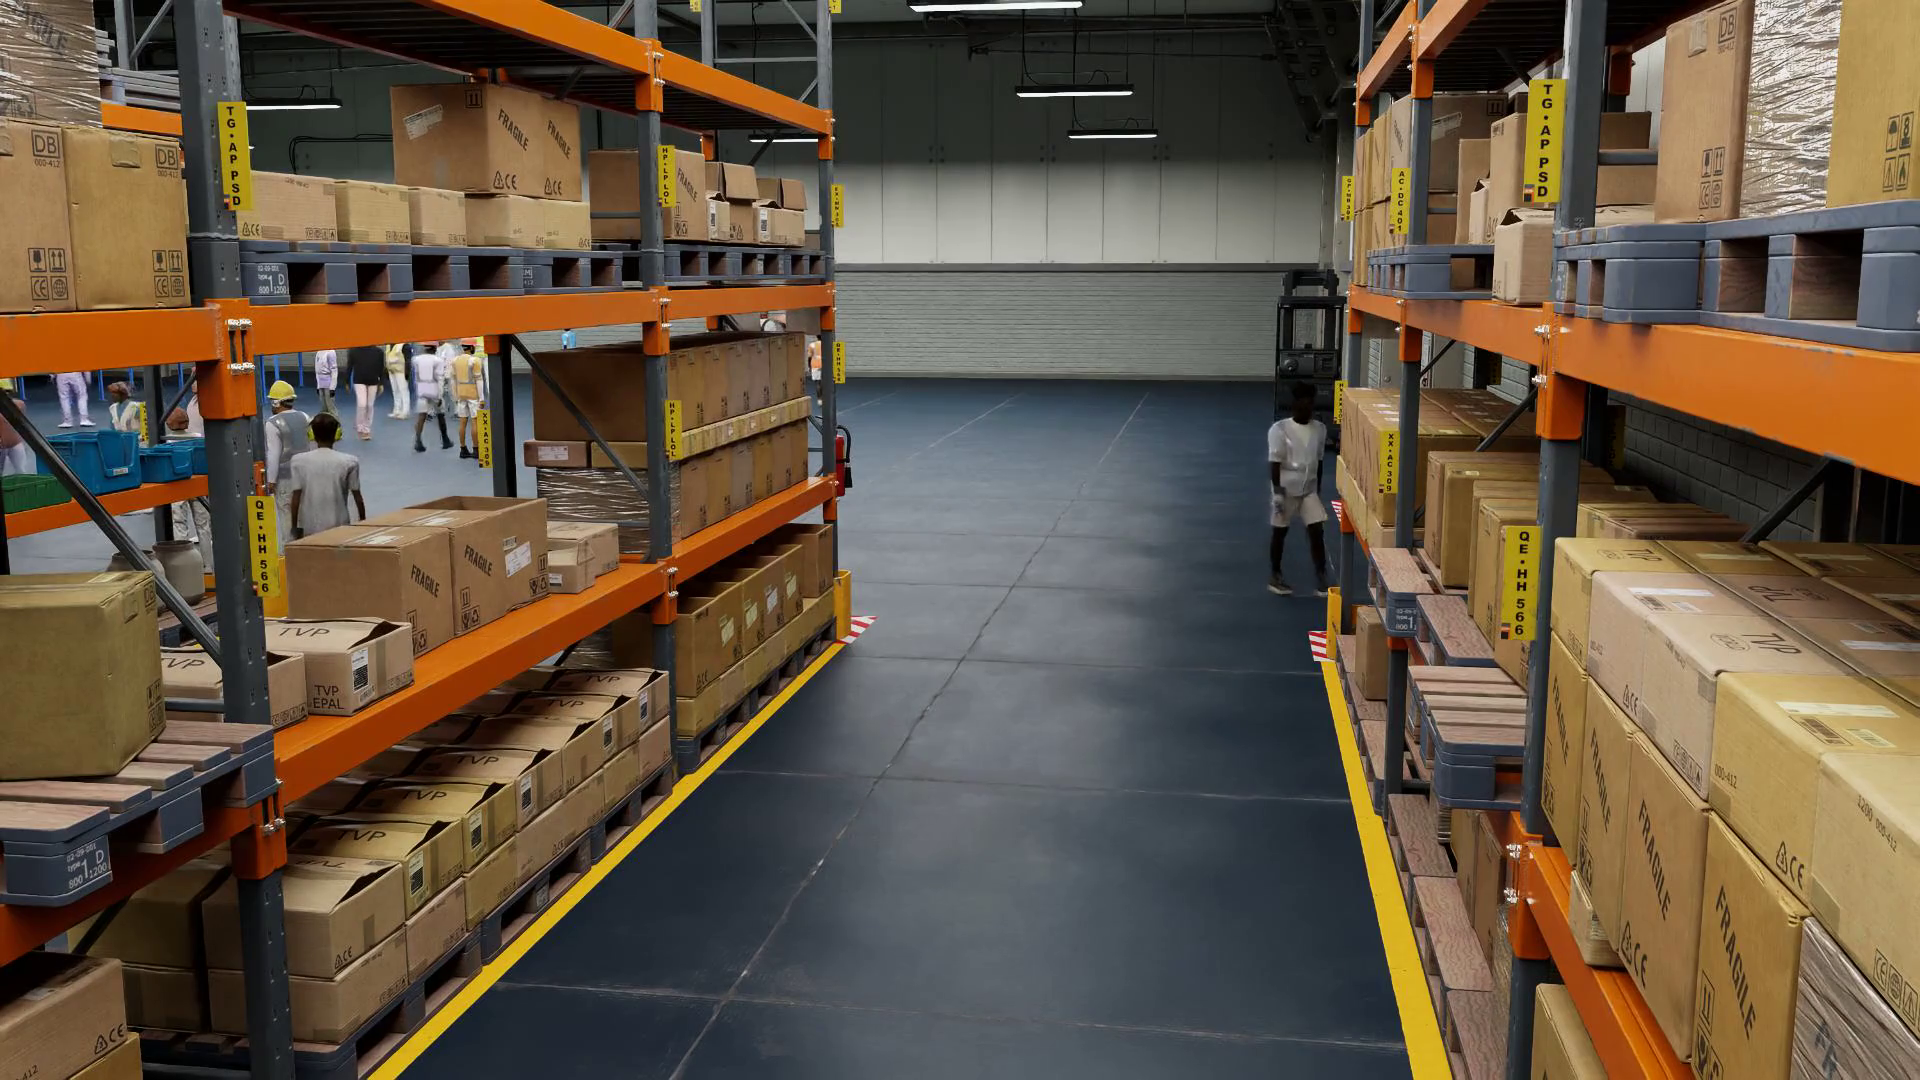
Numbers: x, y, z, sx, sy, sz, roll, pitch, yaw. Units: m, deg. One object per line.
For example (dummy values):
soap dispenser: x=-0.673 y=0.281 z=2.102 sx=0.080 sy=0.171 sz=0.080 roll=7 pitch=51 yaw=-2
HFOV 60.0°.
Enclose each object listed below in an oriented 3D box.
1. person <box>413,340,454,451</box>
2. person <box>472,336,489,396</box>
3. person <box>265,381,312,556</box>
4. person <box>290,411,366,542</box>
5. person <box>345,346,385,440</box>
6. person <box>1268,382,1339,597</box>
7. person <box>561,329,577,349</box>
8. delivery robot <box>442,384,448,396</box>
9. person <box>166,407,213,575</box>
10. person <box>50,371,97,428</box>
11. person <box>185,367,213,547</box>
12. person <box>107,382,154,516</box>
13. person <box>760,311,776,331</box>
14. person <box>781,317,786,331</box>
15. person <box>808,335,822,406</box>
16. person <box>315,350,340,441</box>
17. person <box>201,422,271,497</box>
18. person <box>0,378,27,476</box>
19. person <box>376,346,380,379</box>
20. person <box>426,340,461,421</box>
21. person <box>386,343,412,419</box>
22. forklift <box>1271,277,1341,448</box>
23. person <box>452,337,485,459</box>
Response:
person: x=-8.645 y=-2.399 z=27.112 sx=0.549 sy=1.893 sz=1.005 roll=1 pitch=9 yaw=8
person: x=-11.242 y=-4.294 z=39.044 sx=0.654 sy=1.819 sz=0.434 roll=-6 pitch=11 yaw=-31
person: x=-6.699 y=-0.668 z=16.564 sx=0.404 sy=1.837 sz=0.587 roll=3 pitch=10 yaw=17
person: x=-4.861 y=-0.073 z=12.852 sx=0.565 sy=1.844 sz=0.741 roll=-2 pitch=9 yaw=-12
person: x=-10.237 y=-2.690 z=28.699 sx=0.667 sy=1.945 sz=0.709 roll=-6 pitch=11 yaw=-31
person: x=3.051 y=-0.431 z=14.802 sx=0.620 sy=1.926 sz=0.912 roll=-3 pitch=10 yaw=-19
person: x=-9.664 y=-4.581 z=41.128 sx=0.314 sy=1.695 sz=0.527 roll=3 pitch=10 yaw=19
delivery robot: x=-10.858 y=-3.174 z=35.006 sx=0.335 sy=0.223 sz=0.698 roll=-1 pitch=9 yaw=-6
person: x=-7.374 y=-0.447 z=15.817 sx=0.314 sy=1.636 sz=0.514 roll=7 pitch=12 yaw=37
person: x=-16.565 y=-3.025 z=31.035 sx=0.738 sy=1.867 sz=0.427 roll=-3 pitch=10 yaw=-15
person: x=-8.045 y=-0.896 z=17.757 sx=0.643 sy=1.909 sz=0.410 roll=7 pitch=11 yaw=35
person: x=-9.896 y=-1.083 z=19.840 sx=0.528 sy=1.597 sz=0.819 roll=5 pitch=10 yaw=27
person: x=-4.904 y=-4.844 z=41.821 sx=0.682 sy=2.000 sz=0.537 roll=2 pitch=9 yaw=12
person: x=-3.531 y=-3.656 z=34.523 sx=0.639 sy=1.982 sz=1.061 roll=8 pitch=12 yaw=42
person: x=-3.035 y=-3.740 z=36.087 sx=0.544 sy=1.647 sz=0.861 roll=-2 pitch=9 yaw=-11
person: x=-10.901 y=-2.665 z=28.592 sx=0.594 sy=1.930 sz=0.352 roll=9 pitch=13 yaw=44
person: x=-6.379 y=-0.421 z=14.730 sx=0.355 sy=1.936 sz=0.635 roll=5 pitch=10 yaw=27
person: x=-11.240 y=-1.098 z=19.635 sx=0.951 sy=1.687 sz=0.522 roll=7 pitch=12 yaw=38
person: x=-15.846 y=-5.131 z=44.716 sx=0.278 sy=1.633 sz=0.497 roll=7 pitch=11 yaw=36
person: x=-10.105 y=-3.207 z=32.386 sx=0.606 sy=1.784 sz=0.920 roll=6 pitch=11 yaw=31
person: x=-11.156 y=-3.333 z=32.994 sx=0.631 sy=1.840 sz=0.429 roll=6 pitch=11 yaw=34
forklift: x=5.847 y=-3.016 z=27.970 sx=1.129 sy=2.768 sz=1.873 roll=1 pitch=9 yaw=9
person: x=-7.656 y=-2.250 z=26.013 sx=0.551 sy=1.934 sz=0.373 roll=4 pitch=10 yaw=24
